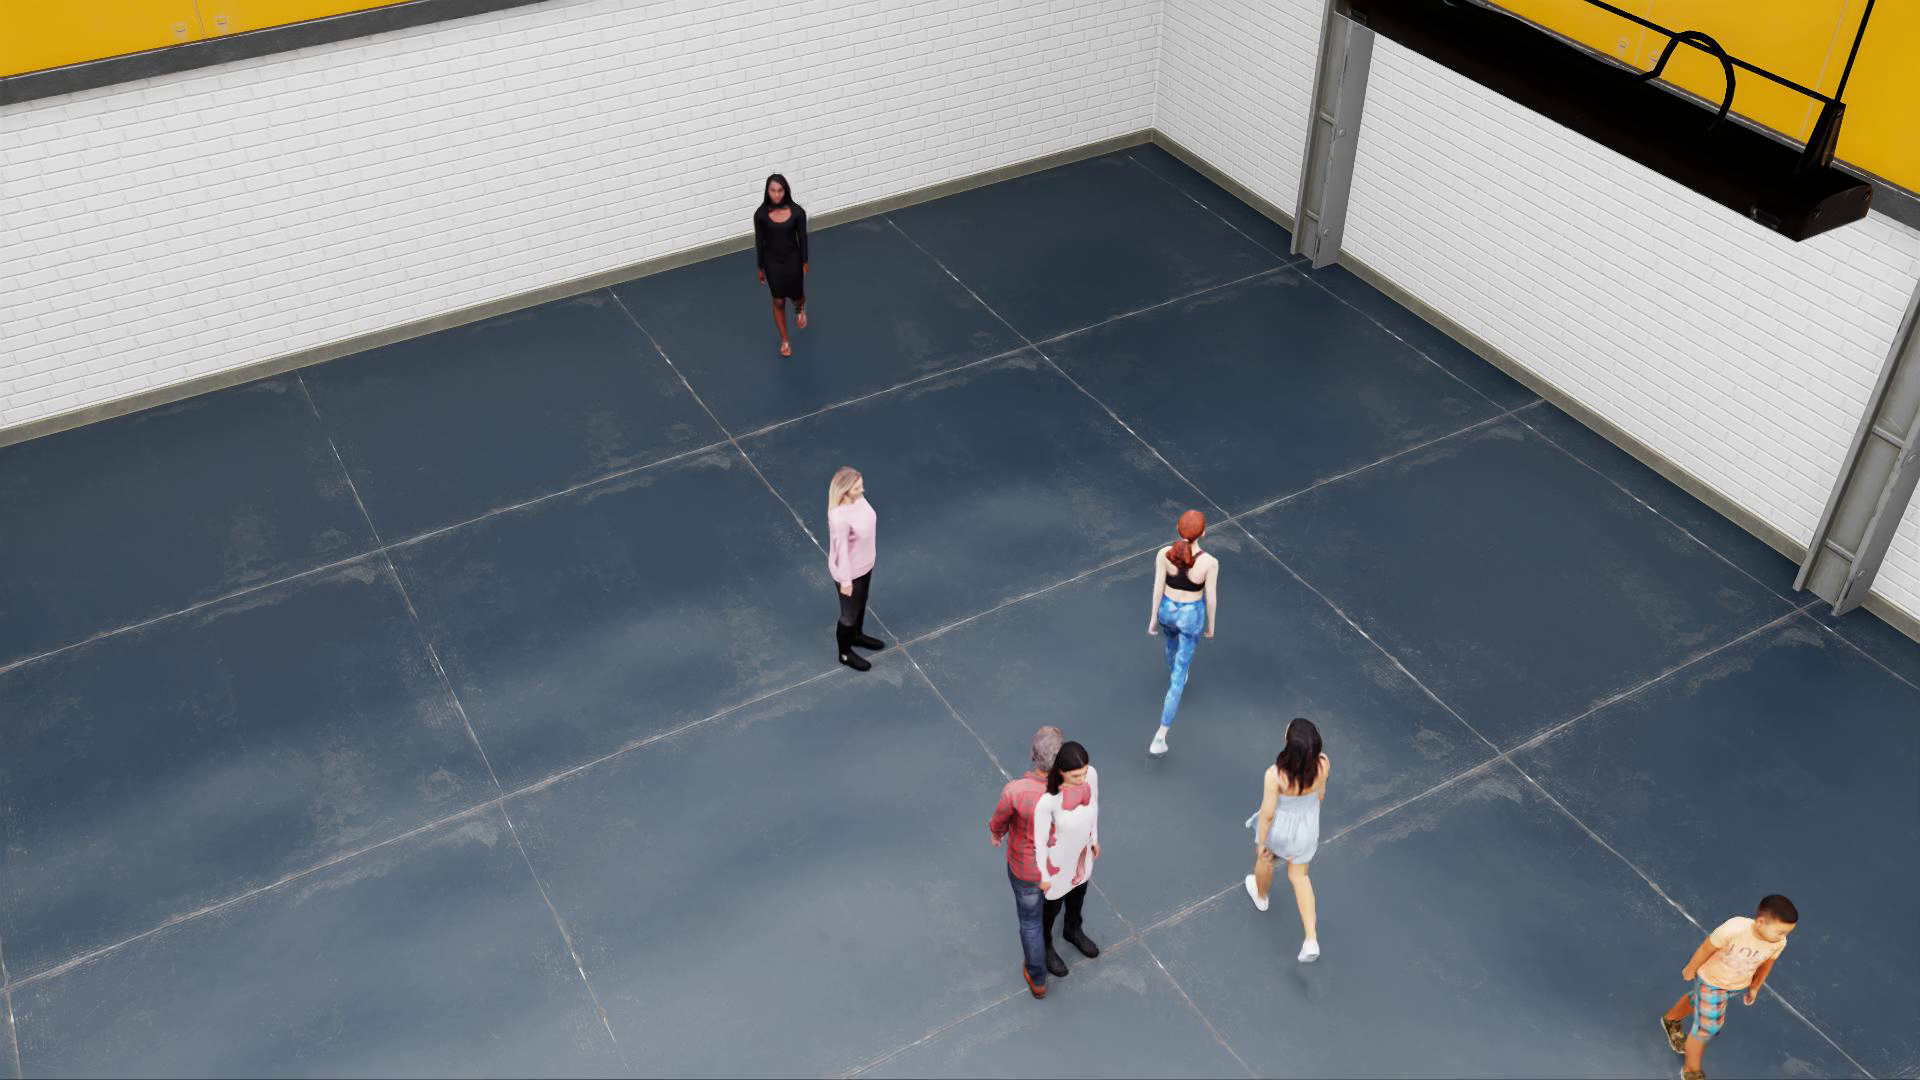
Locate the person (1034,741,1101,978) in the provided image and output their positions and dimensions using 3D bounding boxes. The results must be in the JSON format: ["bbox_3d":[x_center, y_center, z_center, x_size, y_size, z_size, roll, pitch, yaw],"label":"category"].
[{"bbox_3d":[0.583,1.764,9.382,0.647,1.805,0.593,-28,46,-30],"label":"person"}]

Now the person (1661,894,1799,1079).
[{"bbox_3d":[4.074,2.318,8.991,0.692,1.426,0.884,-2,39,-2],"label":"person"}]

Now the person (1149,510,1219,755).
[{"bbox_3d":[1.413,0.617,10.867,1.166,1.744,1.147,15,41,17],"label":"person"}]

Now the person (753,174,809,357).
[{"bbox_3d":[-1.573,-2.491,14.784,0.787,1.714,0.878,-2,39,-2],"label":"person"}]

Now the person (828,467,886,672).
[{"bbox_3d":[-0.760,0.171,11.473,0.740,1.684,0.685,11,40,13],"label":"person"}]

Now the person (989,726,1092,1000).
[{"bbox_3d":[0.467,1.851,9.283,0.928,1.793,1.185,-7,39,-9],"label":"person"}]

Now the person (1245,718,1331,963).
[{"bbox_3d":[1.923,1.713,9.523,0.775,1.709,1.112,-10,40,-13],"label":"person"}]
